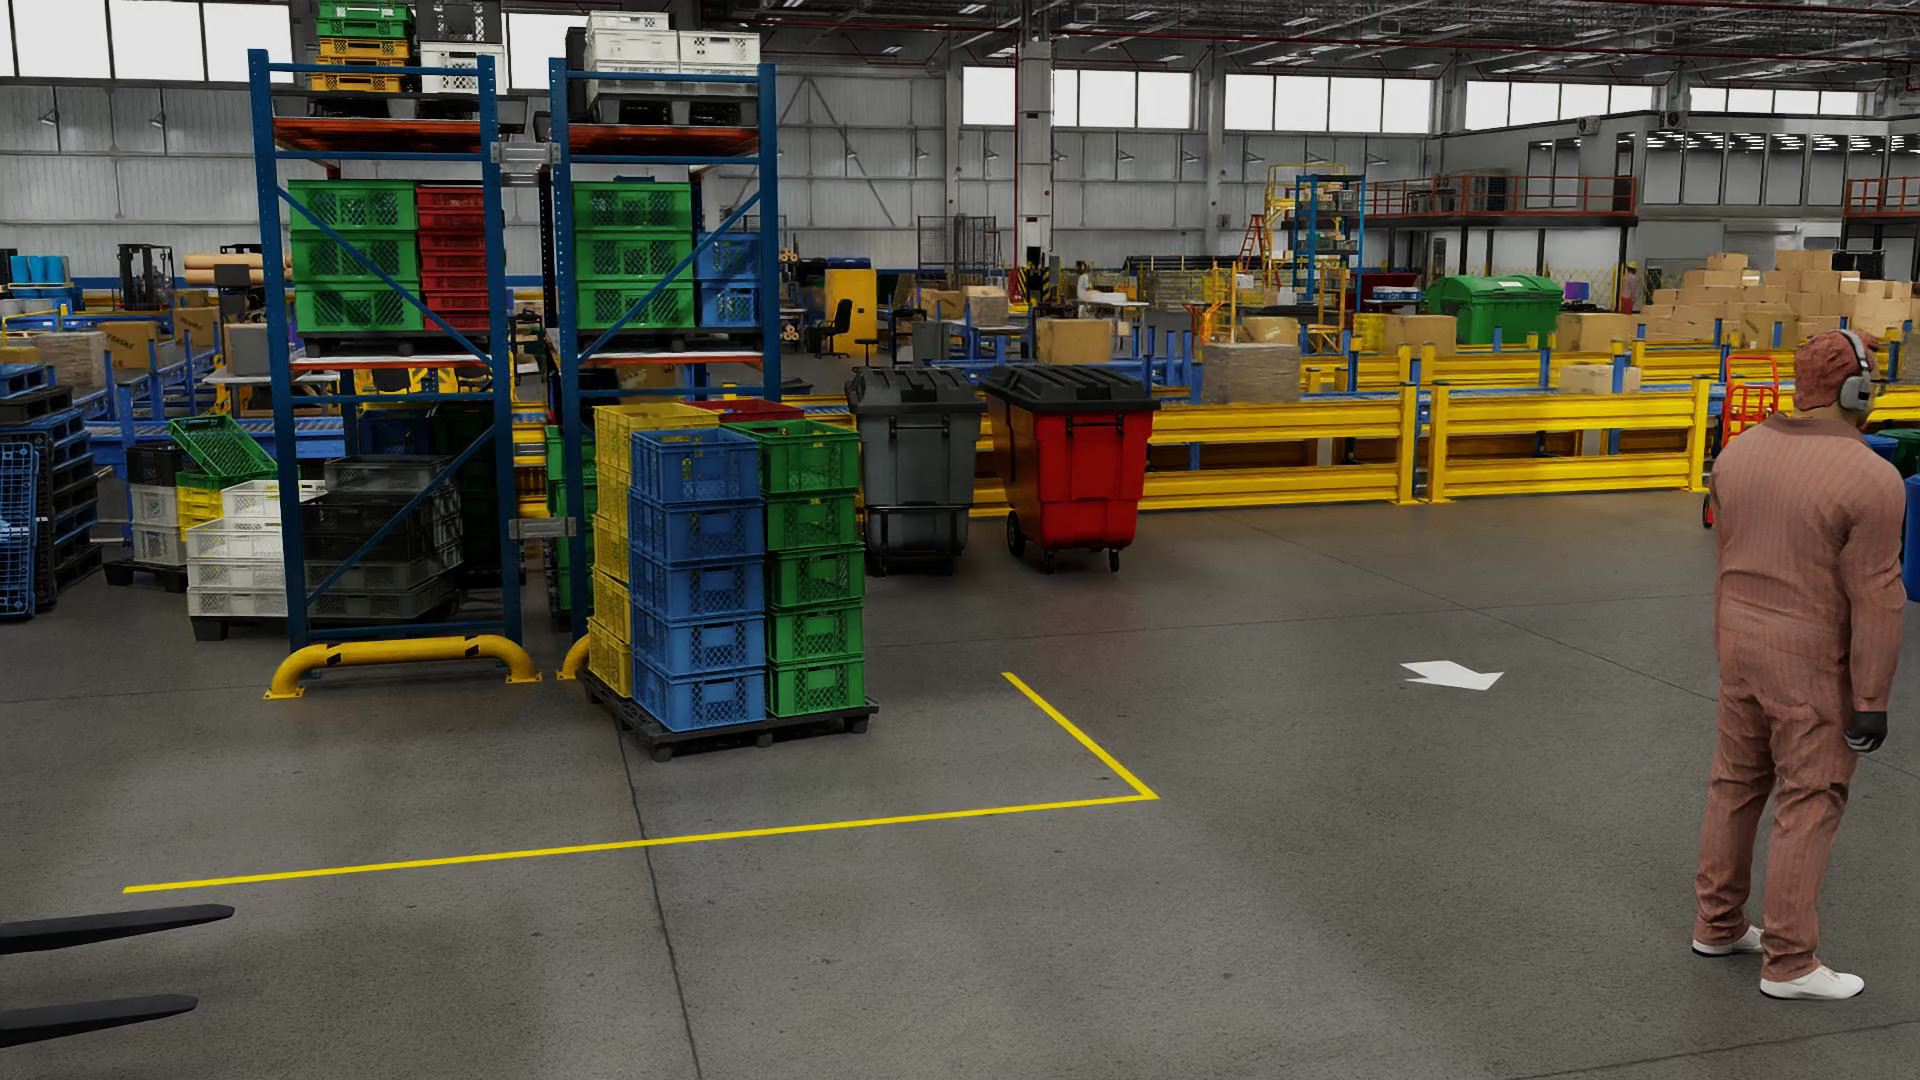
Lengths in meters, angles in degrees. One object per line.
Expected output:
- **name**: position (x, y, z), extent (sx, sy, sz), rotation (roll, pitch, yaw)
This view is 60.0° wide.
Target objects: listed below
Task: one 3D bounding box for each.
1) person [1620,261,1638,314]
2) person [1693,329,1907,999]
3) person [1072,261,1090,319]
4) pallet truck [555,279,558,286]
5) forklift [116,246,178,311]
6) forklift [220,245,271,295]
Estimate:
- **person**: position (16.086, -5.805, 39.986), extent (0.329, 1.765, 0.533), rotation (-1, 10, -8)
- **person**: position (2.414, 0.354, 4.748), extent (0.399, 1.900, 0.636), rotation (-3, 11, -18)
- **person**: position (2.633, -5.161, 36.213), extent (0.961, 1.815, 0.529), rotation (-1, 10, -7)
- **pallet truck**: position (-10.604, -6.375, 44.520), extent (0.653, 1.274, 1.630), rotation (-3, 10, -15)
- **forklift**: position (-19.966, -6.232, 40.894), extent (1.157, 1.987, 2.680), rotation (-3, 10, -15)
- **forklift**: position (-17.749, -6.334, 41.440), extent (1.157, 1.987, 2.680), rotation (-3, 10, -17)
